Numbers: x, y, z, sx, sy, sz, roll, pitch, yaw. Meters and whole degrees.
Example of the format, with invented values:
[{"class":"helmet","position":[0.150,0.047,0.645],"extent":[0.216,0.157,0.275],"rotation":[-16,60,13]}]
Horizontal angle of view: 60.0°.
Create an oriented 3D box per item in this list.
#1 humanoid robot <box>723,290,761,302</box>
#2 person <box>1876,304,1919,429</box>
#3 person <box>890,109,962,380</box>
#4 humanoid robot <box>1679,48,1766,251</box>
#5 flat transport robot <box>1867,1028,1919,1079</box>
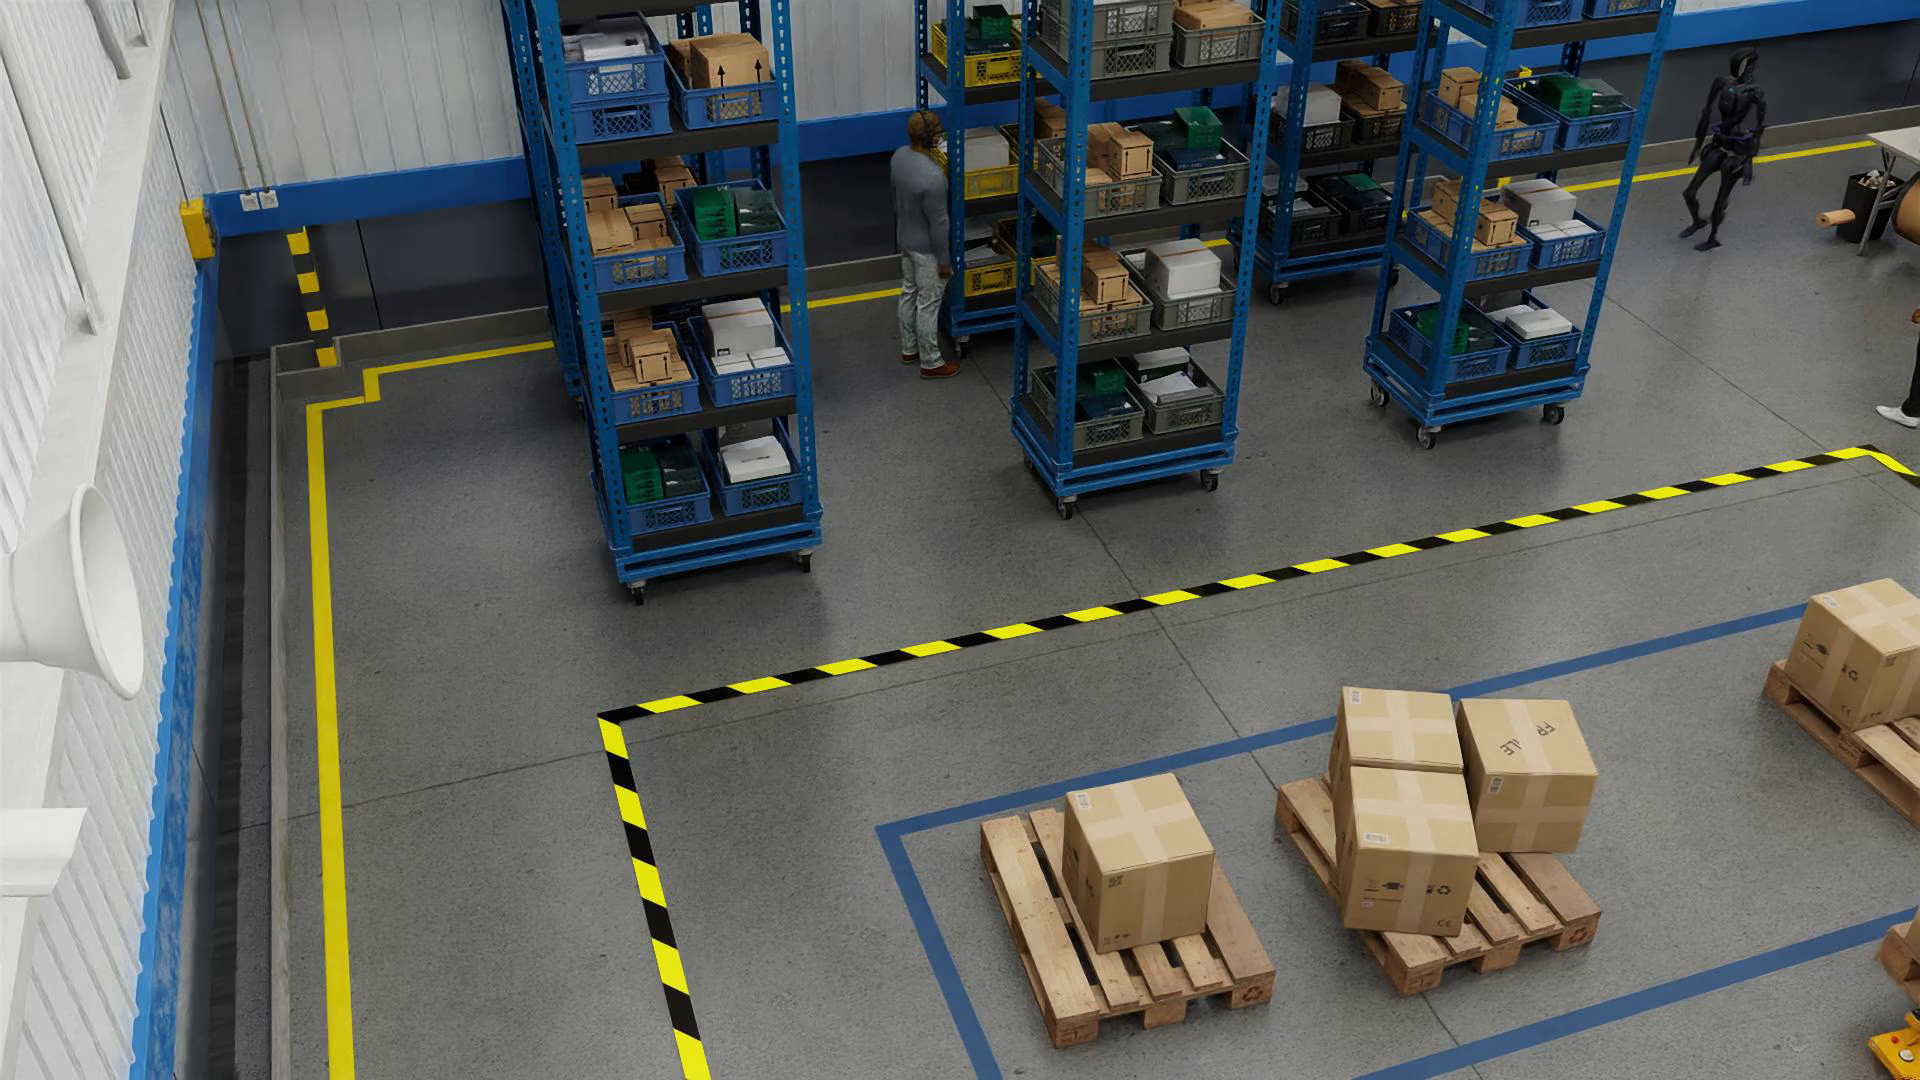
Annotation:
[{"class":"humanoid robot","position":[-1.353,-1.269,10.632],"extent":[0.418,1.647,0.599],"rotation":[-12,37,-16]},{"class":"person","position":[6.544,-1.610,10.964],"extent":[0.596,1.849,0.385],"rotation":[-13,37,-18]},{"class":"person","position":[-0.244,-2.035,11.494],"extent":[0.373,1.940,0.630],"rotation":[-18,39,-24]},{"class":"humanoid robot","position":[6.088,-3.090,13.218],"extent":[0.334,1.646,0.610],"rotation":[-17,39,-23]},{"class":"flat transport robot","position":[4.651,2.169,6.955],"extent":[1.431,0.197,0.652],"rotation":[-8,36,-12]}]
